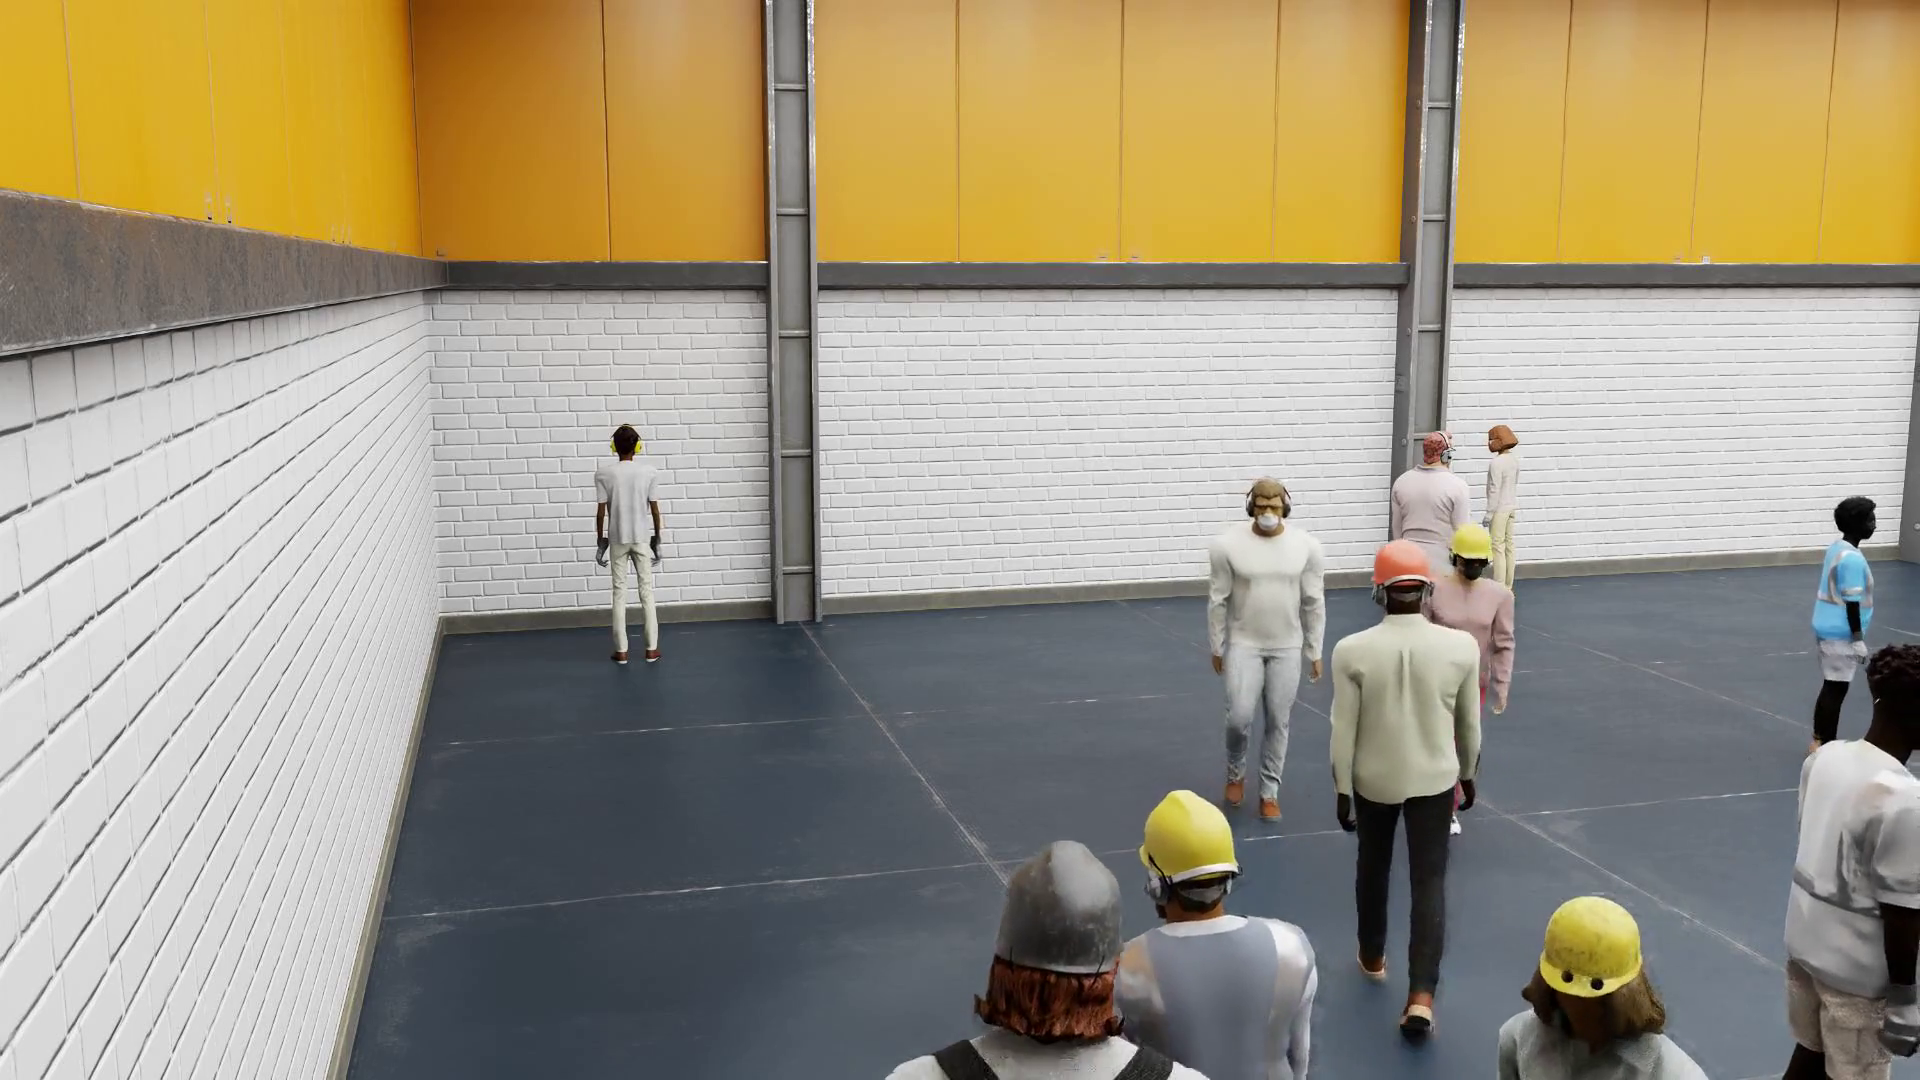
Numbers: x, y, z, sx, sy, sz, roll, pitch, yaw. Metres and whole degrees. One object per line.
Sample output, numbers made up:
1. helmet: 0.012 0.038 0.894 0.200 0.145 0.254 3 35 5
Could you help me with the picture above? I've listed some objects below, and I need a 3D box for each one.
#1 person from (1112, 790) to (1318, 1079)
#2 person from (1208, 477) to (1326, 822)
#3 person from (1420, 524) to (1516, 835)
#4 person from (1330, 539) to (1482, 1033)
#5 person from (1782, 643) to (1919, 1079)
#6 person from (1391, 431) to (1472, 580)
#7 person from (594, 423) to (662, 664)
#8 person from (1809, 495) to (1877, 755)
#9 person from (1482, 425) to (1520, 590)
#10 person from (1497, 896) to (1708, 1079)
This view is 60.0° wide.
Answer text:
1. person: 0.597 1.503 4.078 0.581 1.795 0.940 -1 9 -8
2. person: 1.695 0.611 9.190 0.632 1.927 0.432 0 9 3
3. person: 2.652 0.769 8.805 0.519 1.730 0.738 0 9 -2
4. person: 1.814 0.977 6.786 0.616 1.964 0.961 2 9 11
5. person: 2.738 1.264 5.042 0.433 1.946 0.613 1 9 4
6. person: 3.424 0.166 12.004 0.410 1.909 0.643 -8 12 -40
7. person: -2.585 0.031 12.961 0.512 1.872 0.330 -2 9 -13
8. person: 5.381 0.568 10.153 0.321 1.696 0.545 3 10 20
9. person: 5.028 -0.257 15.493 0.286 1.633 0.498 8 12 41
10. person: 1.418 1.587 3.689 0.577 1.722 0.493 -8 12 -42
